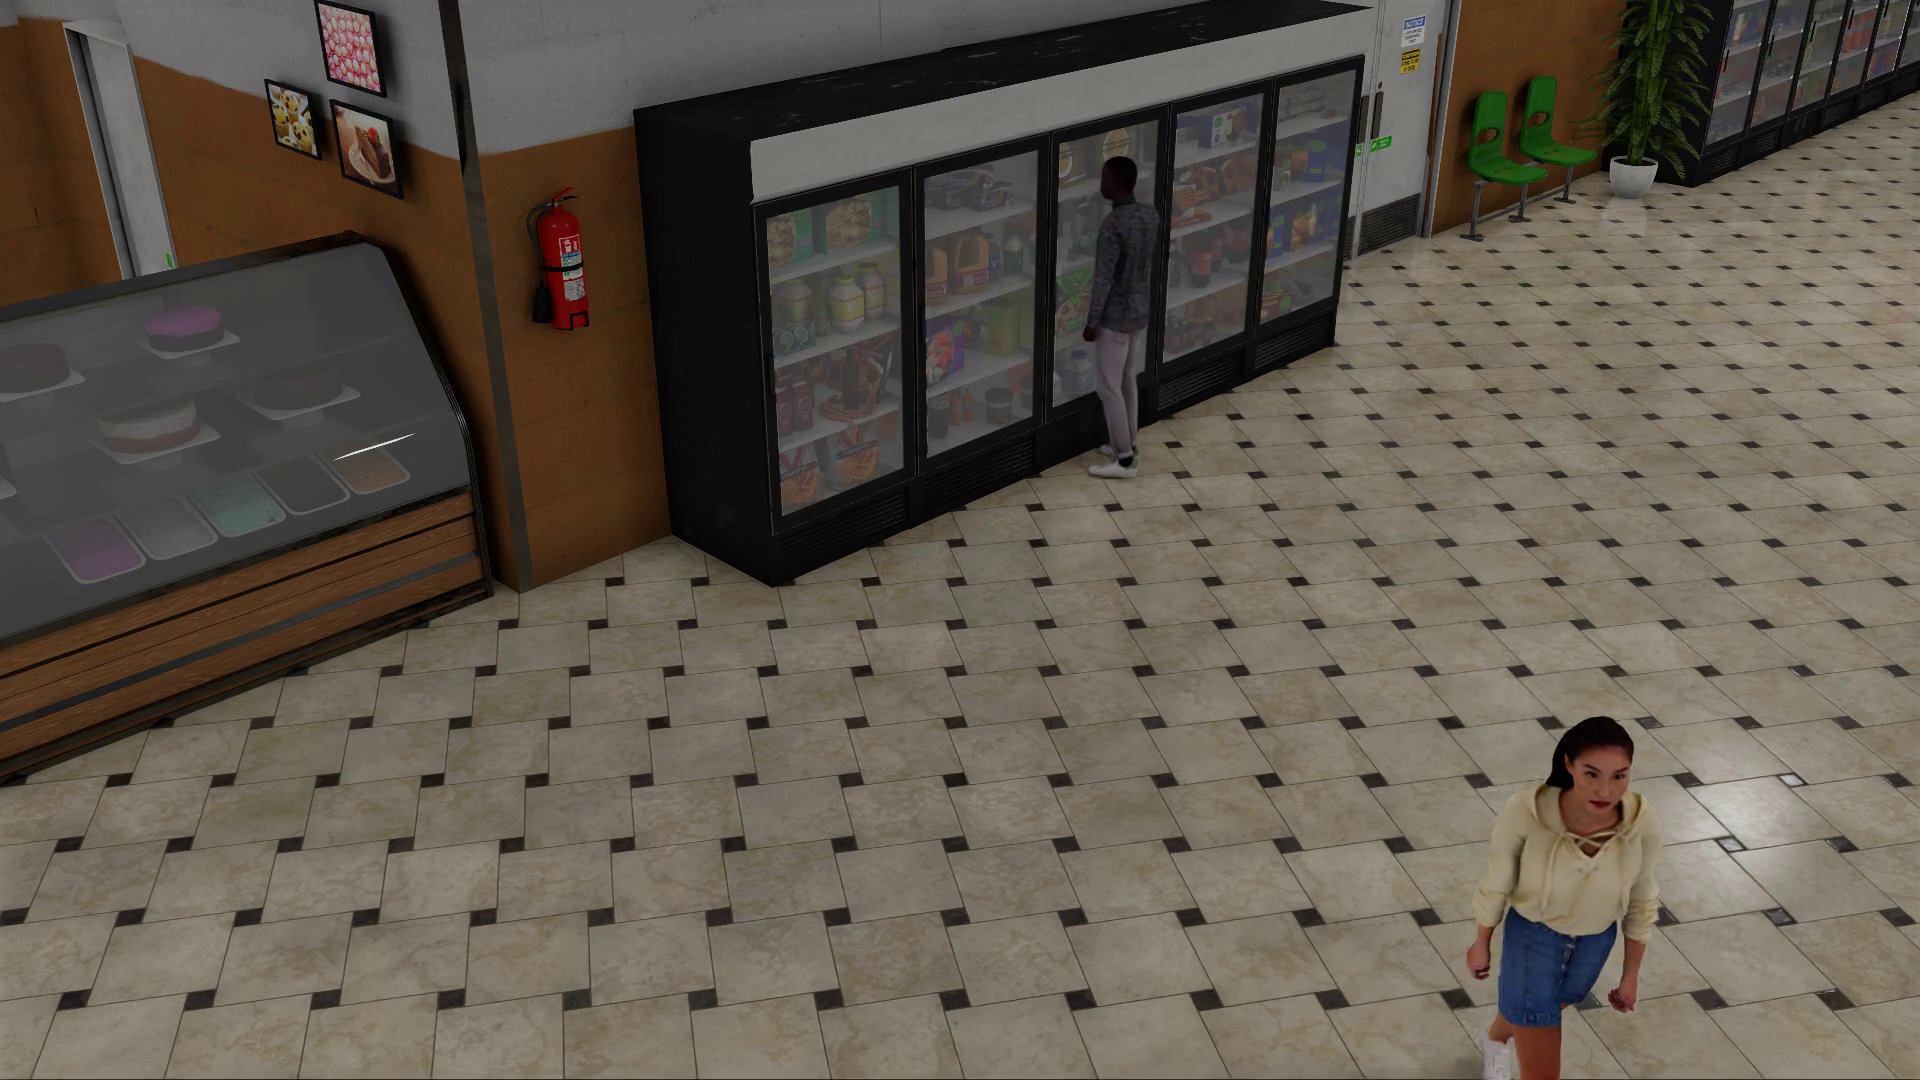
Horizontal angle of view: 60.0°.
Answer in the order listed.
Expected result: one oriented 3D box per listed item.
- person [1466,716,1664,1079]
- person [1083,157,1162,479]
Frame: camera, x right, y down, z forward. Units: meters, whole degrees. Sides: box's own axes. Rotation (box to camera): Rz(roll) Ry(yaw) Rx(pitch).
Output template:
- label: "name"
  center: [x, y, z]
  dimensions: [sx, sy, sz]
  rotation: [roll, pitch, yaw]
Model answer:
- label: "person"
  center: [1.745, 1.187, 4.932]
  dimensions: [1.139, 1.588, 1.185]
  rotation: [1, 27, 2]
- label: "person"
  center: [0.937, -1.256, 9.487]
  dimensions: [0.716, 1.825, 0.776]
  rotation: [16, 31, 29]
